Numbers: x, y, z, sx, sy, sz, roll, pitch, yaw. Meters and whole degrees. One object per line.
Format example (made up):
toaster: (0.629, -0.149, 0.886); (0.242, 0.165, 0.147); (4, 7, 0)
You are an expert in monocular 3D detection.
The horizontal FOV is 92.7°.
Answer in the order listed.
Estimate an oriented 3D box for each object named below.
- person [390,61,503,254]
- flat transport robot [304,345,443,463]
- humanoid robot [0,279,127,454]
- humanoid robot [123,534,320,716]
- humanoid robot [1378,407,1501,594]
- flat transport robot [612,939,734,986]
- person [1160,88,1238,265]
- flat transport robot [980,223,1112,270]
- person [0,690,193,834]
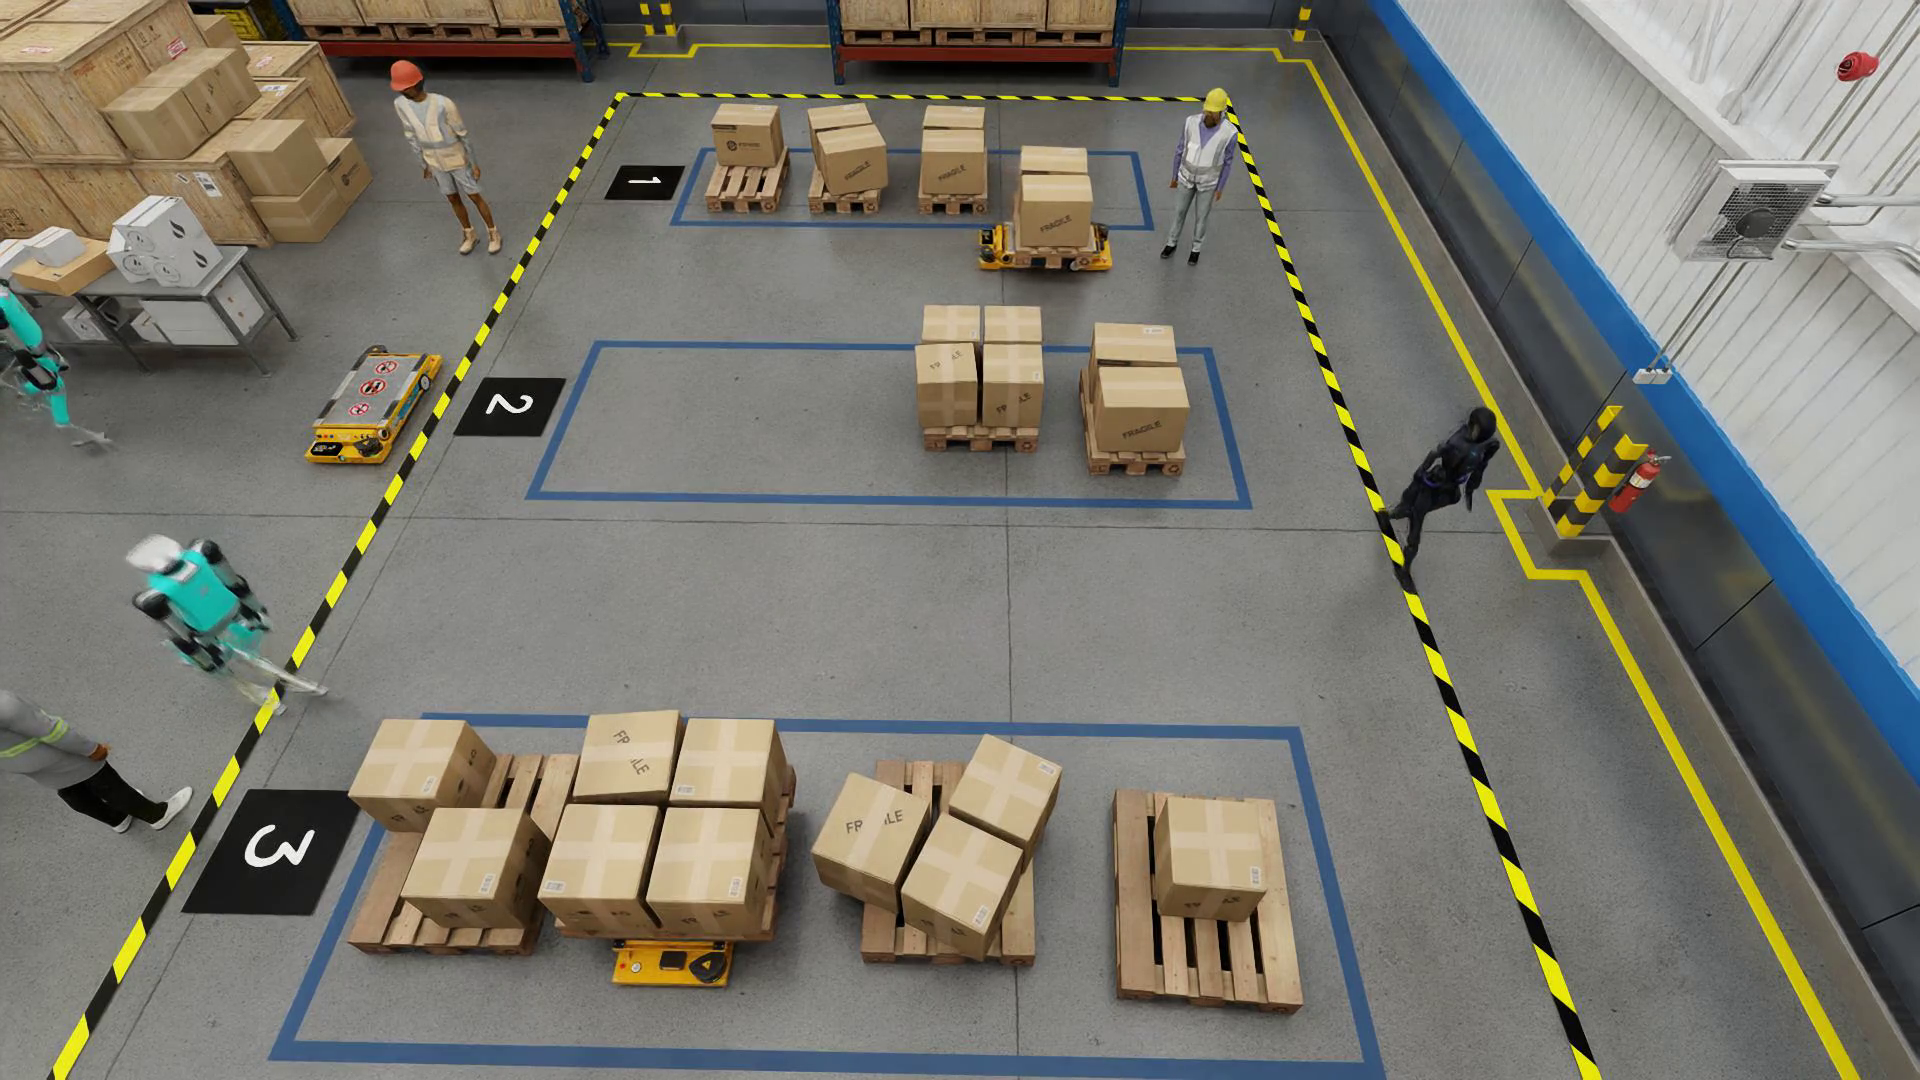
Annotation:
person: (-5.337, -3.922, 9.527); (0.613, 2.036, 0.387); (0, 50, 0)
flat transport robot: (-5.383, -1.269, 8.441); (0.659, 0.231, 1.431); (1, 50, 1)
humanoid robot: (-7.746, -1.345, 7.576); (0.757, 1.833, 0.541); (-22, 53, -17)
humanoid robot: (-4.842, 0.543, 5.862); (0.734, 1.680, 0.534); (10, 50, 8)
humanoid robot: (3.544, -0.401, 6.833); (0.591, 1.631, 0.837); (-8, 50, -6)
flat transport robot: (-1.659, 1.971, 5.681); (0.652, 0.197, 1.431); (1, 50, 1)
person: (2.474, -3.748, 9.510); (0.590, 1.837, 0.404); (21, 53, 17)
flat transport robot: (0.940, -3.248, 10.097); (1.431, 0.197, 0.652); (1, 50, 1)
person: (-5.314, 1.194, 5.319); (0.587, 1.852, 0.380); (-1, 50, -1)
